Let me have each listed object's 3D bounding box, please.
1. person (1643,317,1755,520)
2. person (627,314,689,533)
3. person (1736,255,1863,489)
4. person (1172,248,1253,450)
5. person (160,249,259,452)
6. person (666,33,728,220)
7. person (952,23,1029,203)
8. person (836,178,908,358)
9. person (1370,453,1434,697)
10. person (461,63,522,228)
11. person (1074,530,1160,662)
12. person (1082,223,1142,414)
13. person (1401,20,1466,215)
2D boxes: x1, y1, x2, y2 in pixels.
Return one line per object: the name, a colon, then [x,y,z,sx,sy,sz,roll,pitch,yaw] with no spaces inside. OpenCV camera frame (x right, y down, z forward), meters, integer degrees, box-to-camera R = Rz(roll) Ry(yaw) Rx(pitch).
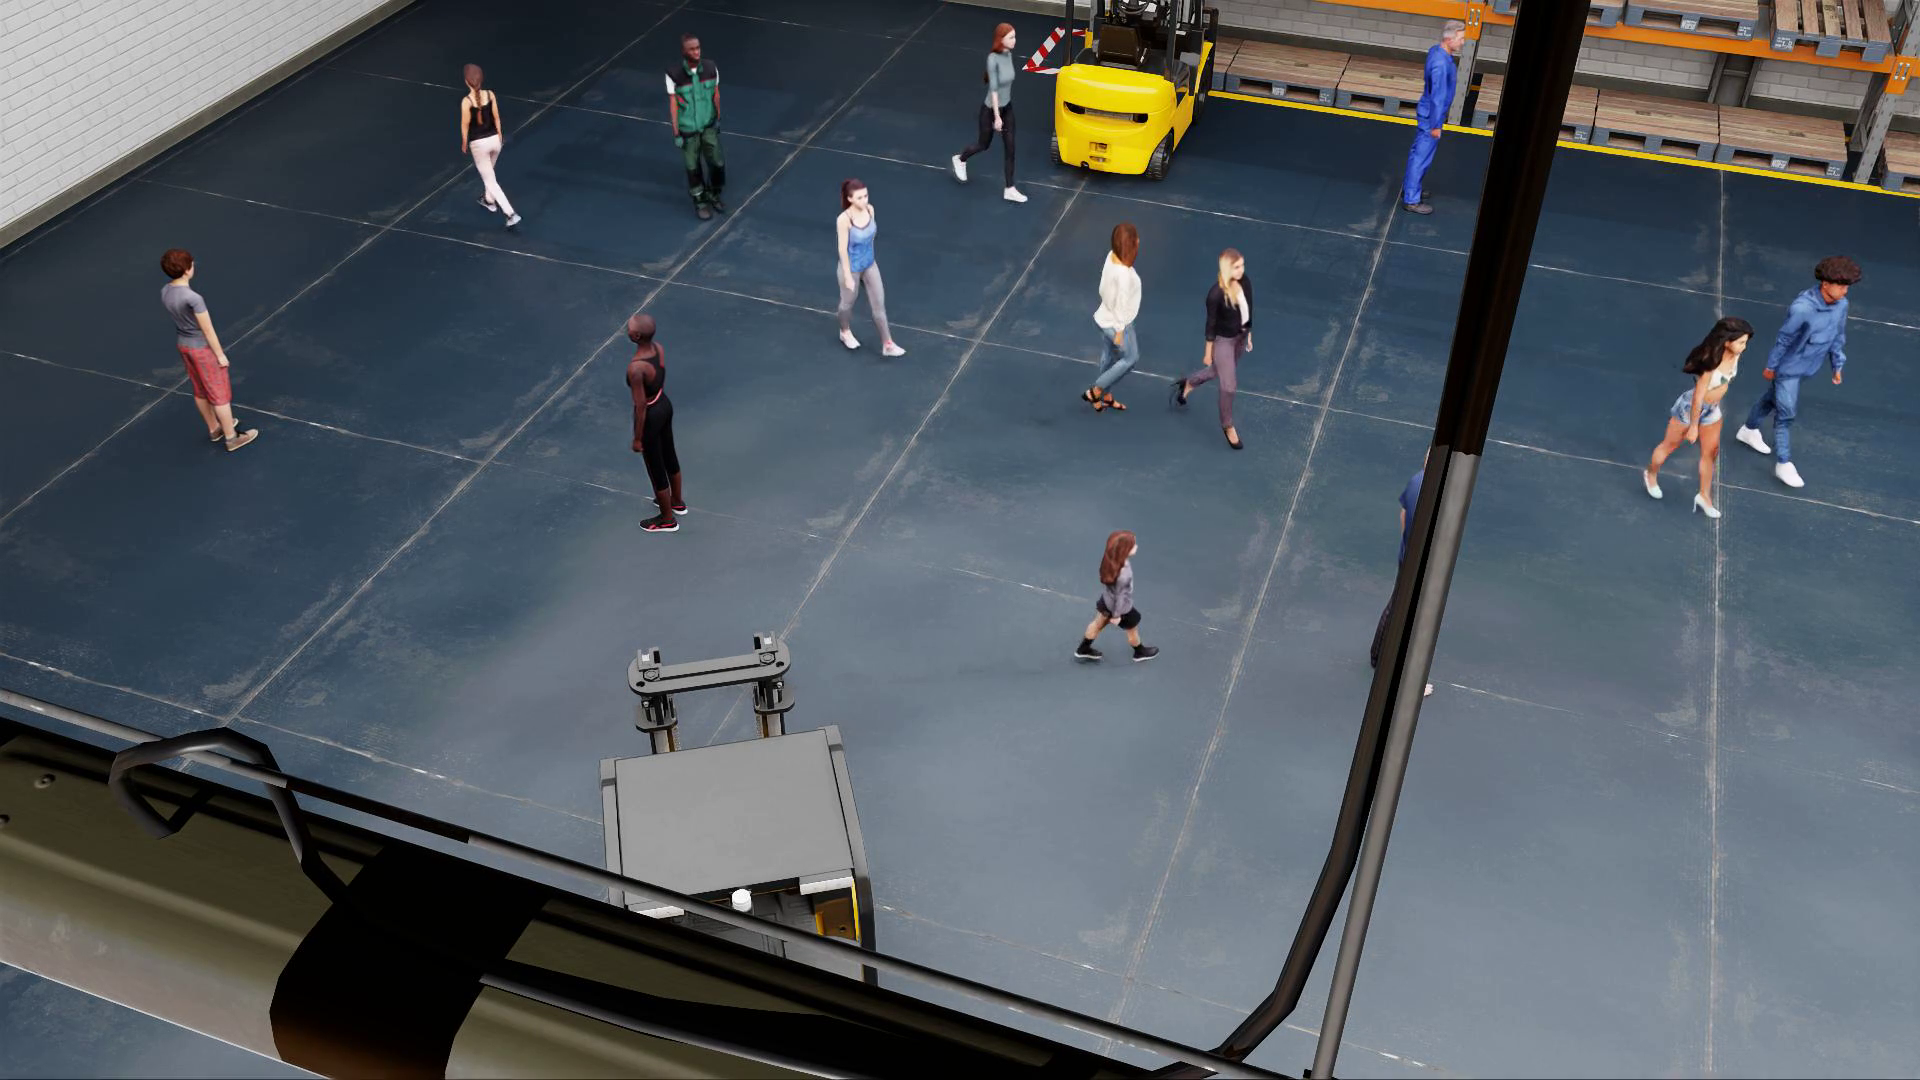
person: [5.285,-0.946,12.082,0.883,1.591,0.980,-21,43,-24]
person: [-2.163,-0.841,11.817,0.542,1.758,0.587,10,40,12]
person: [6.202,-1.370,12.465,1.089,1.775,1.136,-18,42,-21]
person: [1.981,-1.513,12.747,1.082,1.648,0.836,30,48,32]
person: [-5.785,-1.439,12.652,0.531,1.649,0.673,21,43,24]
person: [-2.509,-3.891,15.581,0.848,1.826,0.904,-18,42,-22]
person: [0.281,-4.100,15.936,1.202,1.710,0.833,27,46,30]
person: [-0.893,-2.270,13.748,0.847,1.581,1.039,-31,48,-32]
person: [2.907,0.165,10.466,0.745,1.871,0.738,-9,39,-11]
person: [-4.393,-3.655,15.516,1.083,1.537,0.796,29,47,32]
person: [0.970,0.381,10.828,0.851,1.081,0.688,-4,39,-4]
person: [1.132,-1.693,12.952,0.813,1.672,0.766,-6,39,-8]
person: [4.458,-4.028,15.753,0.611,1.825,0.754,7,39,8]
